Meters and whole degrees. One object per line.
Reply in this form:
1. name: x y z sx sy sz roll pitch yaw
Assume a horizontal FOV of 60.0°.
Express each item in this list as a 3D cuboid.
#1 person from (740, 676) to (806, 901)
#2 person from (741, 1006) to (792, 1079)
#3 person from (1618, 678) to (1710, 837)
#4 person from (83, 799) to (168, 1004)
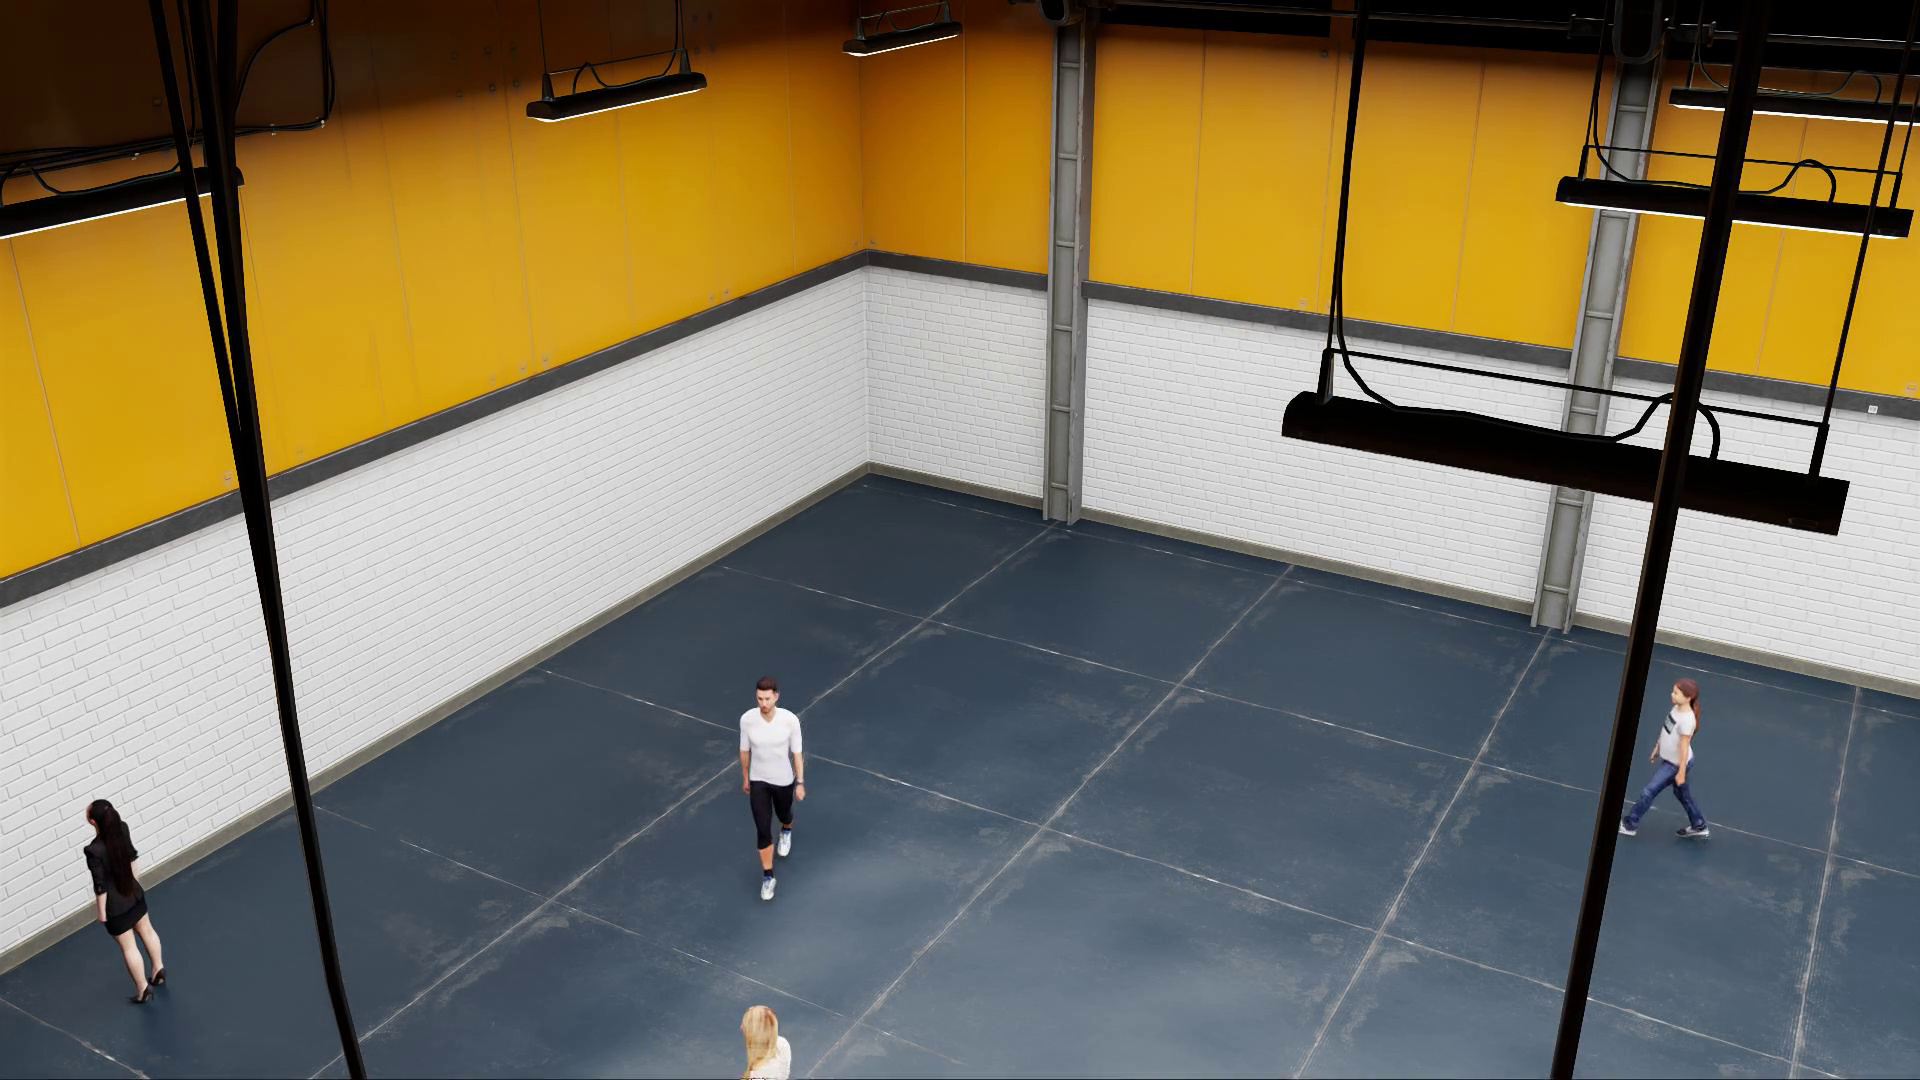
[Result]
1. person: -1.525 1.923 13.646 1.224 1.824 1.125 0 24 0
2. person: -1.038 3.555 9.920 0.897 1.816 0.732 6 24 14
3. person: 6.134 1.888 14.100 1.137 1.523 0.780 5 24 11
4. person: -6.128 2.633 12.179 0.626 1.696 0.658 5 24 11
